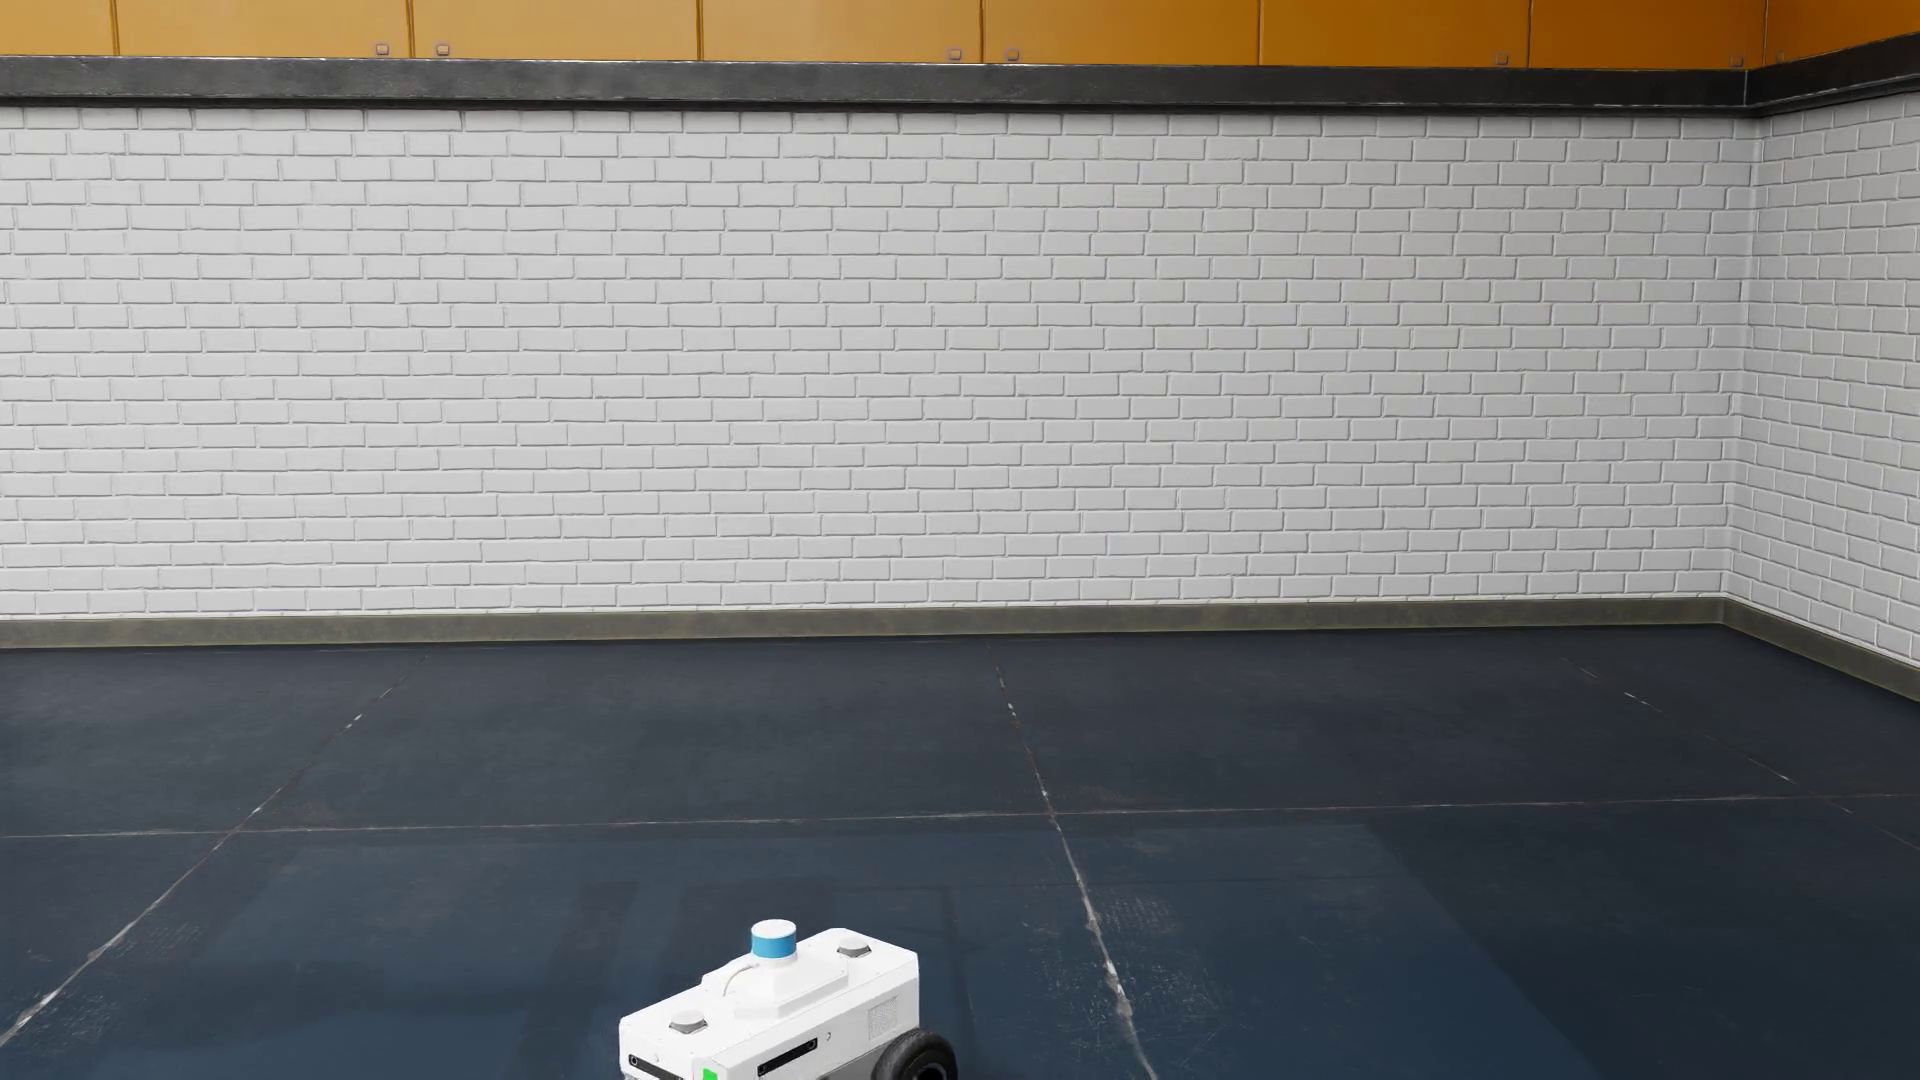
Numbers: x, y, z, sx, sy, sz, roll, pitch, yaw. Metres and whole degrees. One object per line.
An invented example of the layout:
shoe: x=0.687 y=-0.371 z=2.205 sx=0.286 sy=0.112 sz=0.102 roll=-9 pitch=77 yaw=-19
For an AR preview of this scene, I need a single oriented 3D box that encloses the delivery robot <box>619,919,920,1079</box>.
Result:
delivery robot: x=-0.419 y=1.106 z=3.768 sx=0.477 sy=0.478 sz=0.707 roll=8 pitch=12 yaw=39
